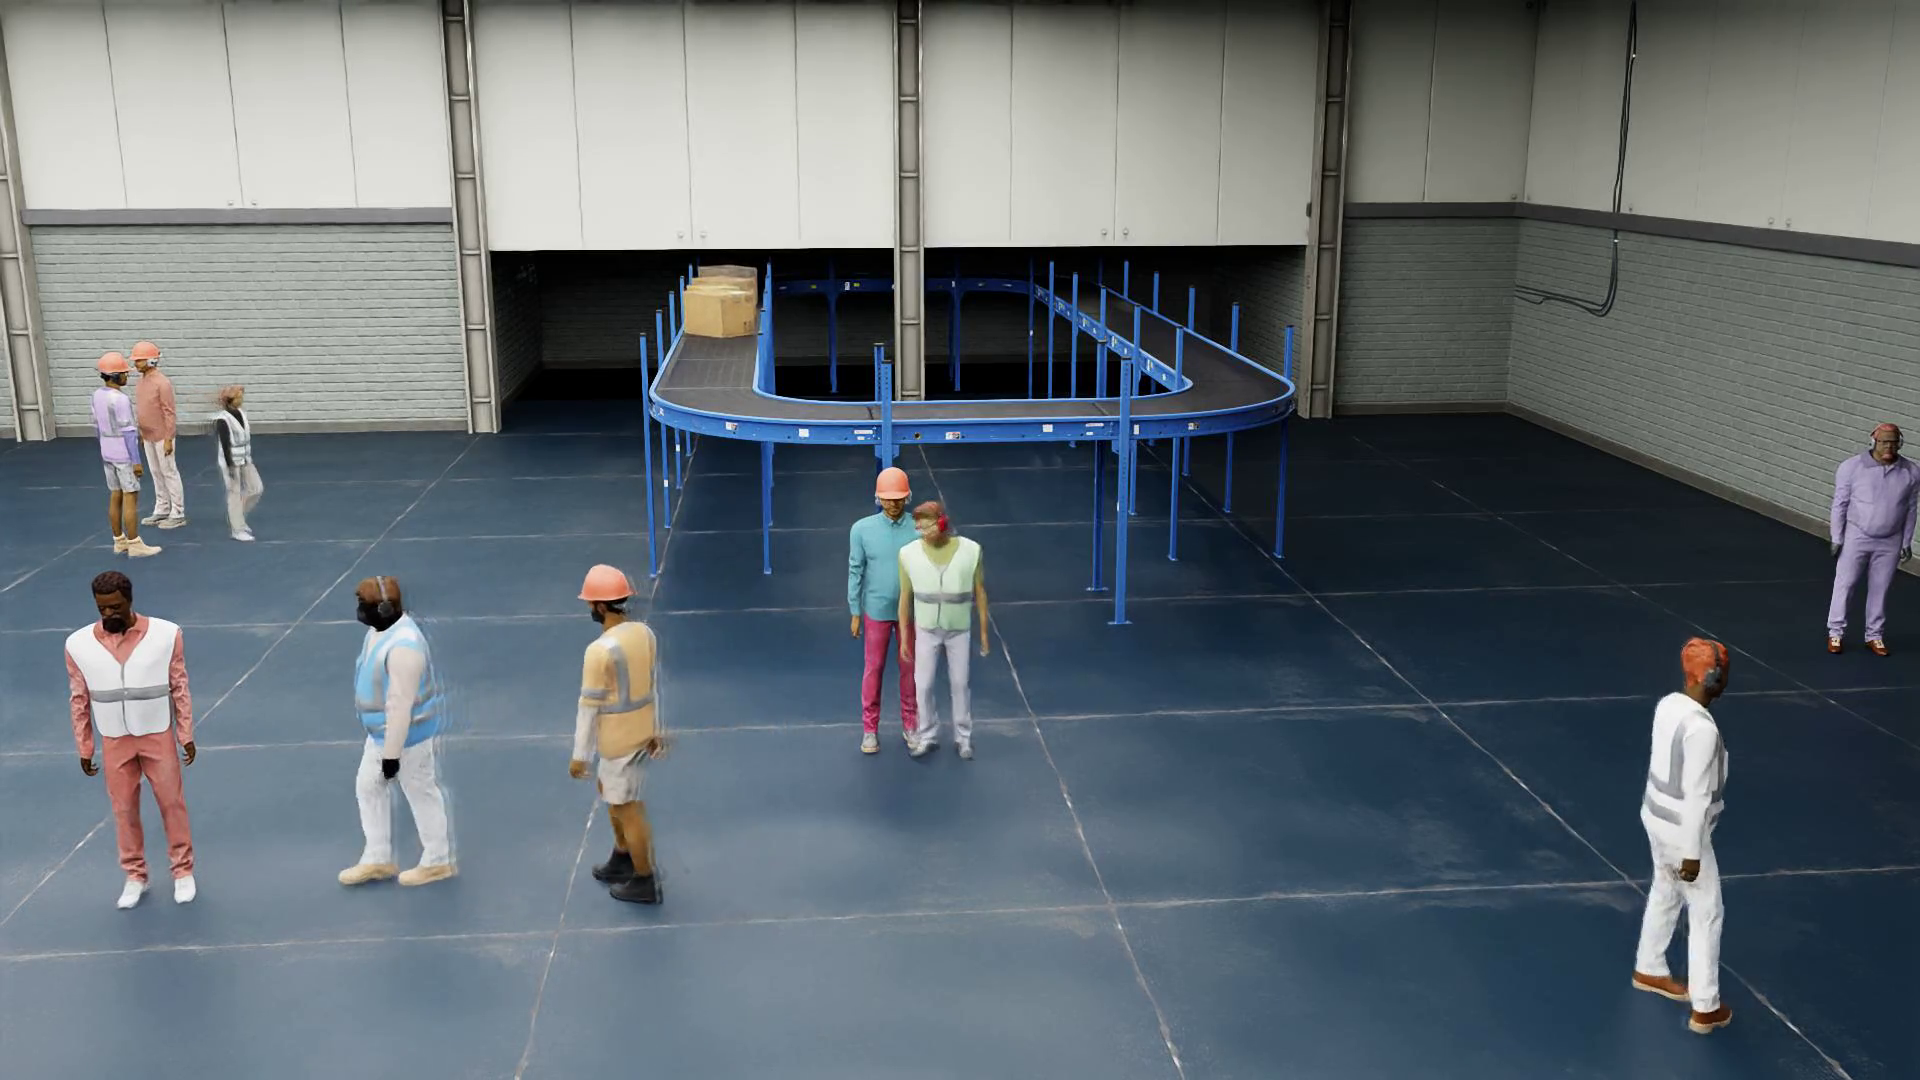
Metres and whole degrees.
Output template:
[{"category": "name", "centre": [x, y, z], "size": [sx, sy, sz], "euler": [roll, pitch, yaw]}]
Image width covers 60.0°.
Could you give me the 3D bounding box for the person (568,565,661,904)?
[{"category": "person", "centre": [-1.947, 1.073, 9.128], "size": [0.653, 1.917, 0.545], "euler": [4, 15, 16]}]

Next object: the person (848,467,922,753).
[{"category": "person", "centre": [-0.449, 0.477, 11.341], "size": [0.623, 1.992, 0.397], "euler": [-3, 14, -12]}]

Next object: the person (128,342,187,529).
[{"category": "person", "centre": [-8.561, -1.117, 17.717], "size": [0.614, 1.994, 0.381], "euler": [10, 17, 36]}]

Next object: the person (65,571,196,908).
[{"category": "person", "centre": [-4.522, 1.078, 9.121], "size": [0.597, 1.908, 0.407], "euler": [-5, 15, -18]}]

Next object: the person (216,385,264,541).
[{"category": "person", "centre": [-7.442, -0.788, 17.149], "size": [0.363, 1.628, 0.527], "euler": [2, 14, 8]}]

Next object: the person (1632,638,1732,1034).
[{"category": "person", "centre": [3.501, 1.387, 7.967], "size": [0.431, 1.866, 0.598], "euler": [0, 14, 2]}]

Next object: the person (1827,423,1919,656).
[{"category": "person", "centre": [7.379, -0.005, 13.447], "size": [0.643, 1.909, 0.410], "euler": [2, 14, 10]}]

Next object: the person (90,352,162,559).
[{"category": "person", "centre": [-8.303, -0.839, 16.502], "size": [0.605, 2.045, 0.378], "euler": [10, 17, 35]}]

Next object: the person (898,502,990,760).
[{"category": "person", "centre": [-0.107, 0.612, 11.184], "size": [0.618, 1.813, 0.420], "euler": [0, 14, -1]}]

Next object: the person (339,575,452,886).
[{"category": "person", "centre": [-3.232, 1.090, 9.235], "size": [0.727, 1.818, 0.663], "euler": [-8, 16, -30]}]
